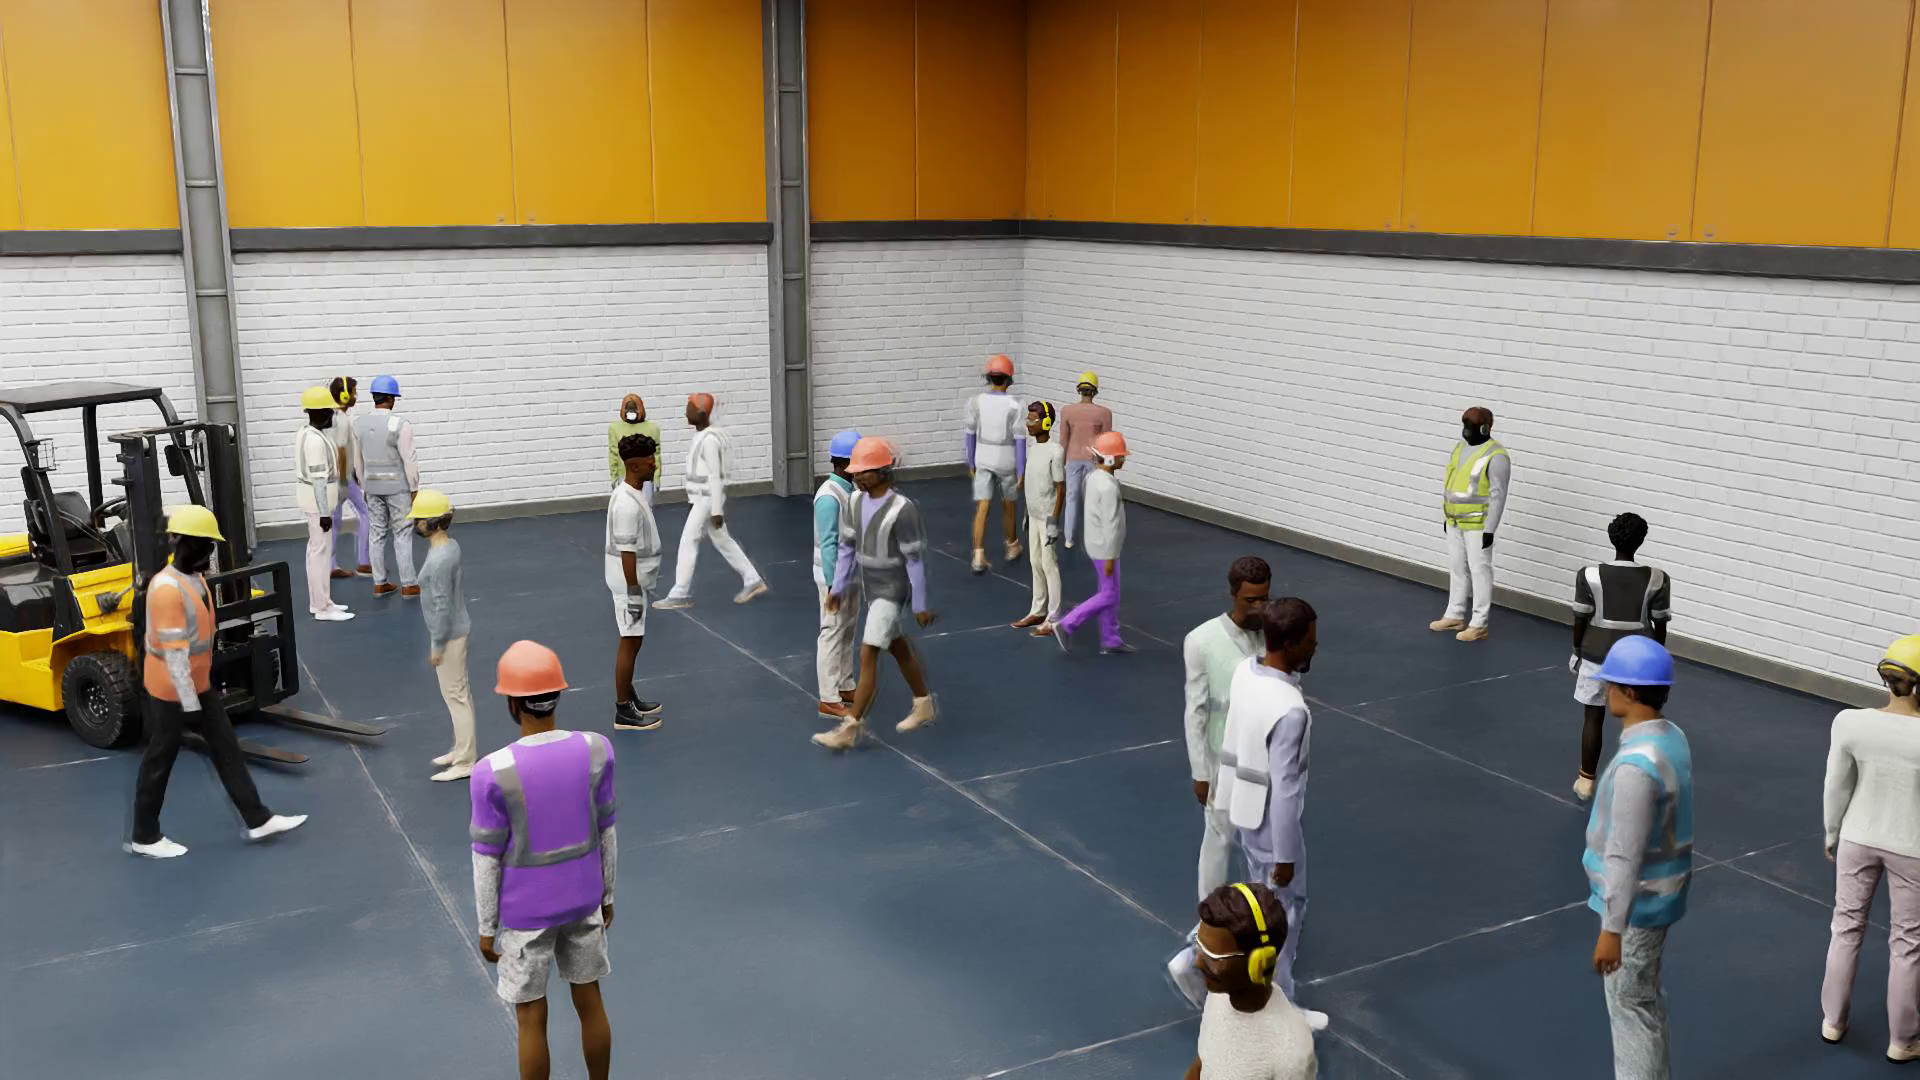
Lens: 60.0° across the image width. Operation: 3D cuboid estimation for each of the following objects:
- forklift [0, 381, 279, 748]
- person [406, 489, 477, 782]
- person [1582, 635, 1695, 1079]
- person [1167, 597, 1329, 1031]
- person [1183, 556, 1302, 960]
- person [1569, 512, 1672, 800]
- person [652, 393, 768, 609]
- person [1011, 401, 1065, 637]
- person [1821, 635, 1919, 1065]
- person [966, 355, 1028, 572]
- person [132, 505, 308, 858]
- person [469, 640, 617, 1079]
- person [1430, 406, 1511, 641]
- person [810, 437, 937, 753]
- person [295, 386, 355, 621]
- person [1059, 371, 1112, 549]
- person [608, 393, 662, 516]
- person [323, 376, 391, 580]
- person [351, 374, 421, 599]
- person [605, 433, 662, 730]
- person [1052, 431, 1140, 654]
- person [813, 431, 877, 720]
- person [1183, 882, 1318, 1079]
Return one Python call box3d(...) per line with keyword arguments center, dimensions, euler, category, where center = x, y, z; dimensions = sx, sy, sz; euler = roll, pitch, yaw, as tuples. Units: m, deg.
box3d(center=(-5.853, 0.085, 11.199), dimensions=(2.313, 2.155, 1.214), euler=(7, 14, 28), category="forklift")
box3d(center=(-3.099, 0.566, 9.960), dimensions=(0.326, 1.767, 0.533), euler=(-2, 12, -10), category="person")
box3d(center=(2.460, 1.306, 6.102), dimensions=(0.408, 1.936, 0.652), euler=(7, 14, 30), category="person")
box3d(center=(1.237, 1.151, 6.892), dimensions=(0.585, 1.898, 0.615), euler=(-2, 12, -11), category="person")
box3d(center=(1.298, 0.995, 7.638), dimensions=(0.600, 1.907, 0.453), euler=(-4, 13, -17), category="person")
box3d(center=(3.789, 0.680, 9.586), dimensions=(0.540, 1.695, 0.318), euler=(3, 13, 16), category="person")
box3d(center=(-2.102, -0.335, 14.025), dimensions=(0.970, 1.846, 0.585), euler=(-2, 12, -11), category="person")
box3d(center=(0.639, -0.172, 13.167), dimensions=(0.327, 1.874, 0.521), euler=(-5, 13, -24), category="person")
box3d(center=(3.791, 1.249, 6.773), dimensions=(0.328, 1.761, 0.523), euler=(-11, 16, -42), category="person")
box3d(center=(0.338, -0.717, 15.453), dimensions=(0.624, 1.996, 1.047), euler=(4, 13, 18), category="person")
box3d(center=(-4.000, 0.757, 8.808), dimensions=(0.956, 1.862, 0.645), euler=(-1, 12, -6), category="person")
box3d(center=(-1.516, 1.311, 6.075), dimensions=(0.545, 1.930, 0.385), euler=(-9, 15, -36), category="person")
box3d(center=(4.009, -0.131, 13.071), dimensions=(0.429, 1.841, 0.635), euler=(-4, 13, -20), category="person")
box3d(center=(-0.527, 0.331, 10.556), dimensions=(1.026, 1.983, 0.600), euler=(-8, 15, -34), category="person")
box3d(center=(-5.231, -0.302, 13.642), dimensions=(0.386, 1.927, 0.589), euler=(-6, 13, -25), category="person")
box3d(center=(1.231, -0.768, 16.243), dimensions=(0.531, 1.755, 0.343), euler=(3, 12, 15), category="person")
box3d(center=(-3.055, -0.579, 15.677), dimensions=(0.497, 1.624, 0.309), euler=(0, 12, 2), category="person")
box3d(center=(-5.511, -0.560, 15.045), dimensions=(0.712, 1.841, 0.540), euler=(-11, 16, -41), category="person")
box3d(center=(-4.905, -0.450, 14.309), dimensions=(0.601, 1.941, 0.395), euler=(4, 13, 18), category="person")
box3d(center=(-2.132, 0.266, 10.919), dimensions=(0.380, 1.955, 0.607), euler=(-2, 12, -8), category="person")
box3d(center=(1.037, 0.042, 12.491), dimensions=(0.628, 1.732, 0.568), euler=(-1, 12, -6), category="person")
box3d(center=(-0.777, 0.231, 11.128), dimensions=(0.415, 1.939, 0.605), euler=(3, 12, 13), category="person")
box3d(center=(0.673, 1.738, 4.308), dimensions=(0.776, 1.832, 0.526), euler=(-2, 12, -8), category="person")
